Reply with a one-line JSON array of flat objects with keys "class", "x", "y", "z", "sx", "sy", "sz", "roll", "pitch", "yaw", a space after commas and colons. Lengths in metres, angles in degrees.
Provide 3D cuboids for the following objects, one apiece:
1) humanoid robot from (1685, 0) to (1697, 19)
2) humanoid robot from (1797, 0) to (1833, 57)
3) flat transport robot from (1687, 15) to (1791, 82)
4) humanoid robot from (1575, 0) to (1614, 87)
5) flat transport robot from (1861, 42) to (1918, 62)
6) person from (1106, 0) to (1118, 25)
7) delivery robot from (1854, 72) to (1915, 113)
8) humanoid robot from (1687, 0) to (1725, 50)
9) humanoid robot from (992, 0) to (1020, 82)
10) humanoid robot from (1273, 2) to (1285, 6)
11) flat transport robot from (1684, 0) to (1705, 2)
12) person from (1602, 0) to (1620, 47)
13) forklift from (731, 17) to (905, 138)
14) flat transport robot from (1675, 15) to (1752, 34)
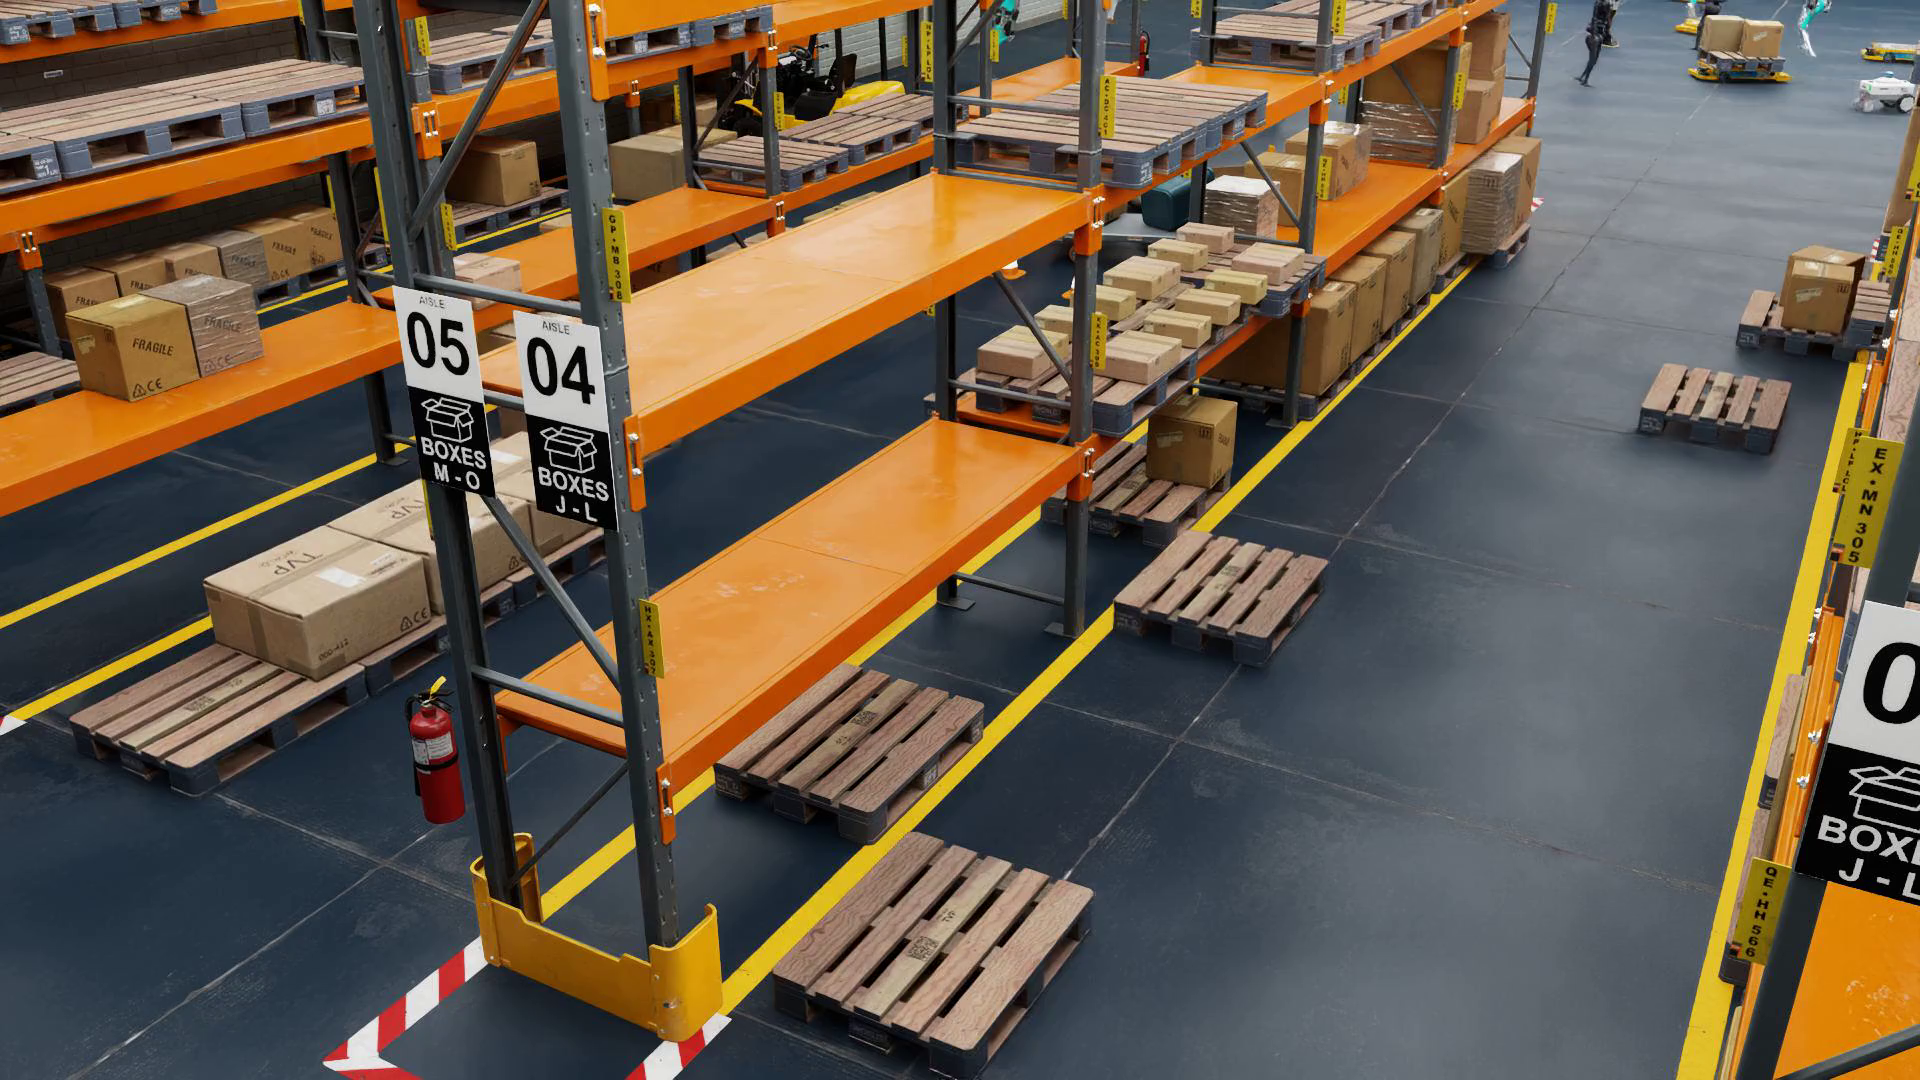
[{"class": "humanoid robot", "x": 14.081, "y": -10.564, "z": 31.673, "sx": 0.681, "sy": 1.862, "sz": 0.547, "roll": -4, "pitch": 26, "yaw": -8}, {"class": "humanoid robot", "x": 15.016, "y": -9.451, "z": 29.295, "sx": 0.551, "sy": 1.791, "sz": 0.787, "roll": -12, "pitch": 28, "yaw": -23}, {"class": "flat transport robot", "x": 12.811, "y": -7.708, "z": 27.358, "sx": 1.431, "sy": 0.231, "sz": 0.659, "roll": 2, "pitch": 26, "yaw": 5}, {"class": "humanoid robot", "x": 10.203, "y": -8.109, "z": 26.612, "sx": 0.604, "sy": 1.657, "sz": 0.398, "roll": -19, "pitch": 31, "yaw": -34}, {"class": "flat transport robot", "x": 16.487, "y": -8.446, "z": 28.892, "sx": 1.431, "sy": 0.231, "sz": 0.659, "roll": 10, "pitch": 27, "yaw": 20}, {"class": "person", "x": 2.864, "y": -10.891, "z": 32.076, "sx": 0.671, "sy": 1.909, "sz": 0.571, "roll": 20, "pitch": 32, "yaw": 35}, {"class": "delivery robot", "x": 13.904, "y": -6.728, "z": 24.964, "sx": 0.750, "sy": 0.570, "sz": 0.499, "roll": 0, "pitch": 26, "yaw": 0}, {"class": "humanoid robot", "x": 13.481, "y": -9.565, "z": 29.624, "sx": 0.585, "sy": 1.635, "sz": 0.607, "roll": 23, "pitch": 34, "yaw": 39}, {"class": "humanoid robot", "x": 0.585, "y": -8.109, "z": 26.607, "sx": 0.772, "sy": 1.864, "sz": 0.543, "roll": -21, "pitch": 33, "yaw": -37}, {"class": "humanoid robot", "x": 4.607, "y": -6.964, "z": 24.172, "sx": 0.315, "sy": 1.657, "sz": 0.599, "roll": -9, "pitch": 27, "yaw": -18}, {"class": "flat transport robot", "x": 15.893, "y": -11.788, "z": 35.837, "sx": 0.659, "sy": 0.231, "sz": 1.431, "roll": 19, "pitch": 31, "yaw": 33}, {"class": "person", "x": 11.869, "y": -9.932, "z": 30.024, "sx": 0.367, "sy": 1.966, "sz": 0.601, "roll": 10, "pitch": 27, "yaw": 20}, {"class": "forklift", "x": -1.819, "y": -5.975, "z": 21.543, "sx": 2.313, "sy": 2.155, "sz": 1.214, "roll": 14, "pitch": 29, "yaw": 26}, {"class": "flat transport robot", "x": 14.457, "y": -9.852, "z": 31.813, "sx": 1.431, "sy": 0.231, "sz": 0.659, "roll": -13, "pitch": 28, "yaw": -24}]
